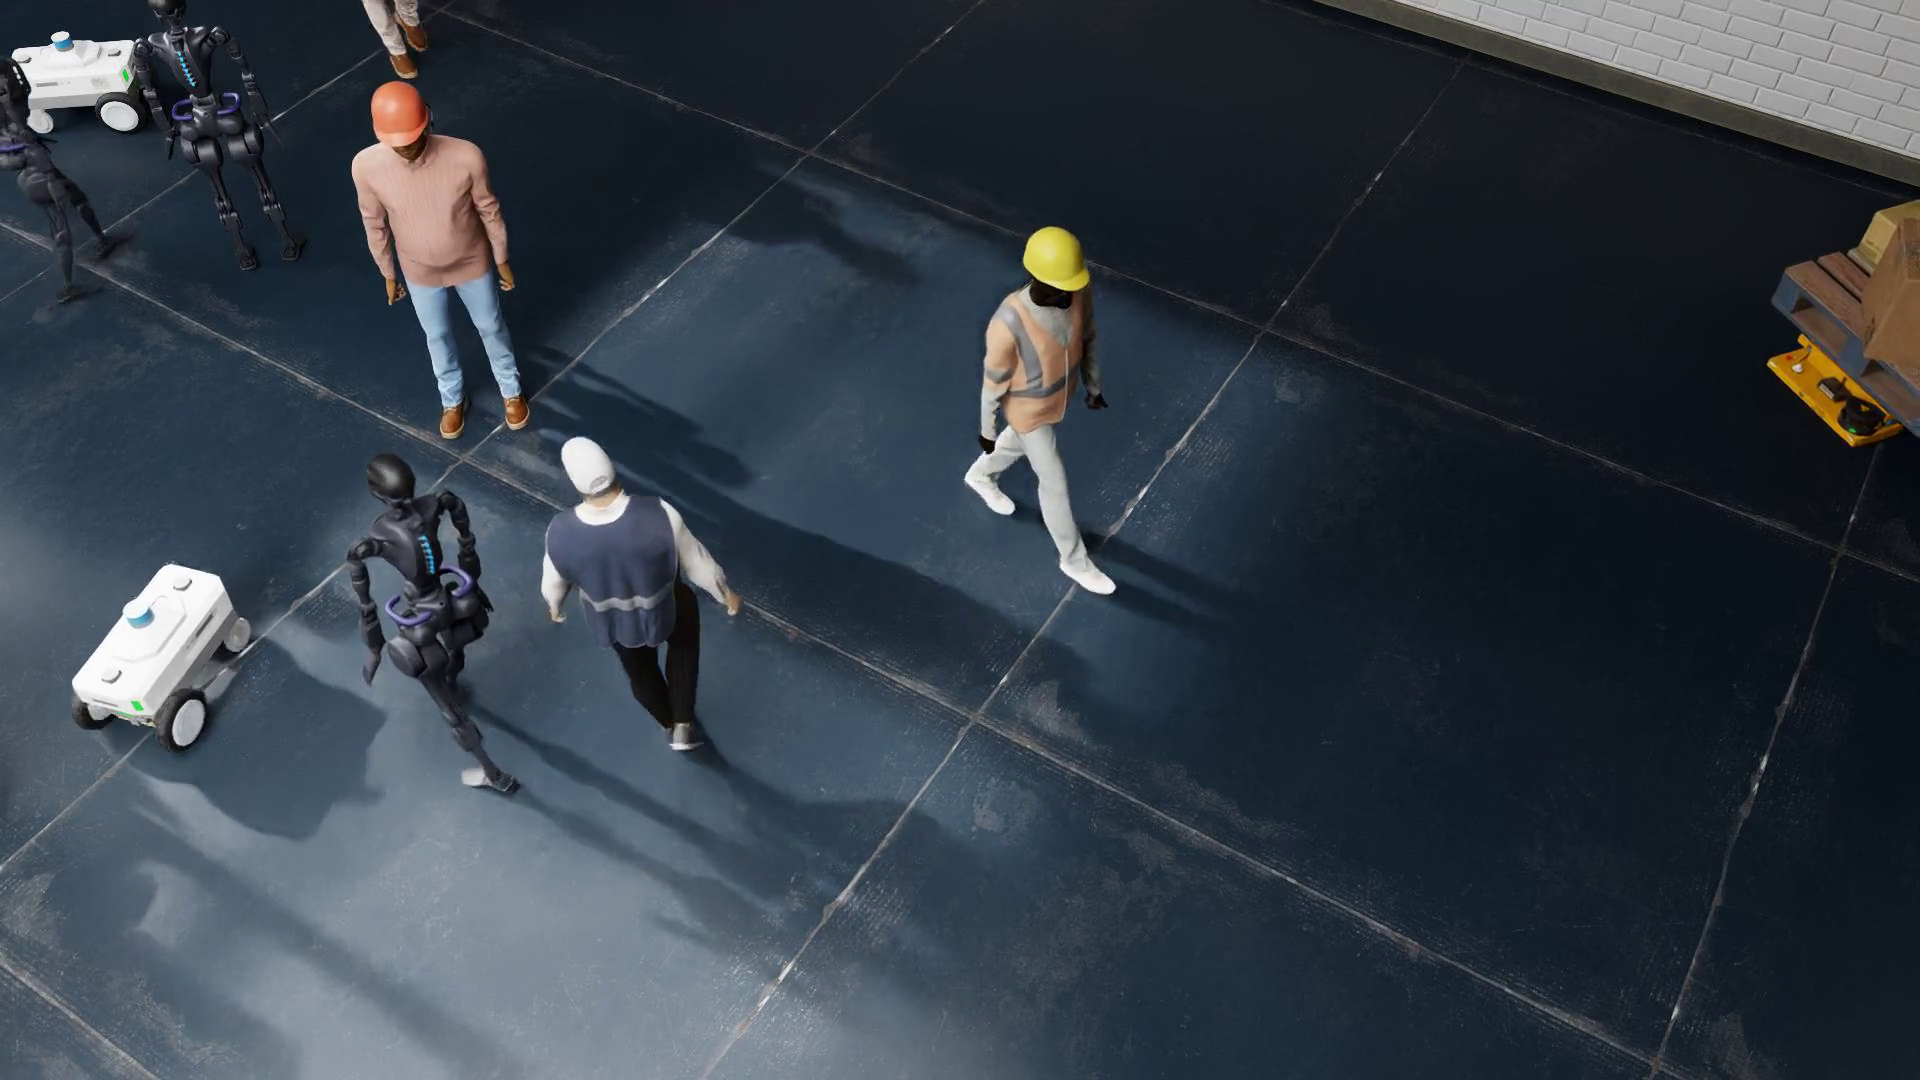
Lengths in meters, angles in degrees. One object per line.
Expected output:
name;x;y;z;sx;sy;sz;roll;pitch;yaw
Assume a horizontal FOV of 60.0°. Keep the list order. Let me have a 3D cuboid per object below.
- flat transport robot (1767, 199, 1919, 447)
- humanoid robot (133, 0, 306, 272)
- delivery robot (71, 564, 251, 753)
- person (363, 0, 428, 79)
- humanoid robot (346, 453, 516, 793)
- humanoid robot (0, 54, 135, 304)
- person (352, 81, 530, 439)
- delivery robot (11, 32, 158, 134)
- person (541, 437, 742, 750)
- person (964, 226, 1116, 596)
flat transport robot;5.003;-0.929;8.628;1.431;0.231;0.659;-17;51;-14
humanoid robot;-3.926;-2.169;8.767;0.599;1.657;0.315;-11;50;-10
delivery robot;-3.467;0.497;7.190;0.499;0.594;0.778;12;50;11
person;-3.560;-3.658;9.886;0.620;1.967;0.441;-25;53;-20
humanoid robot;-2.127;0.316;6.633;0.763;1.619;0.628;33;56;25
humanoid robot;-4.789;-2.012;8.641;0.525;1.638;0.591;-29;55;-23
person;-2.412;-1.285;7.796;0.621;1.989;0.399;-8;49;-7
delivery robot;-5.301;-2.781;10.069;0.811;0.613;0.499;-6;49;-5
person;-1.259;0.258;6.612;0.776;1.736;0.471;-4;49;-3
person;0.353;-0.635;7.303;0.976;1.878;0.601;33;56;25
